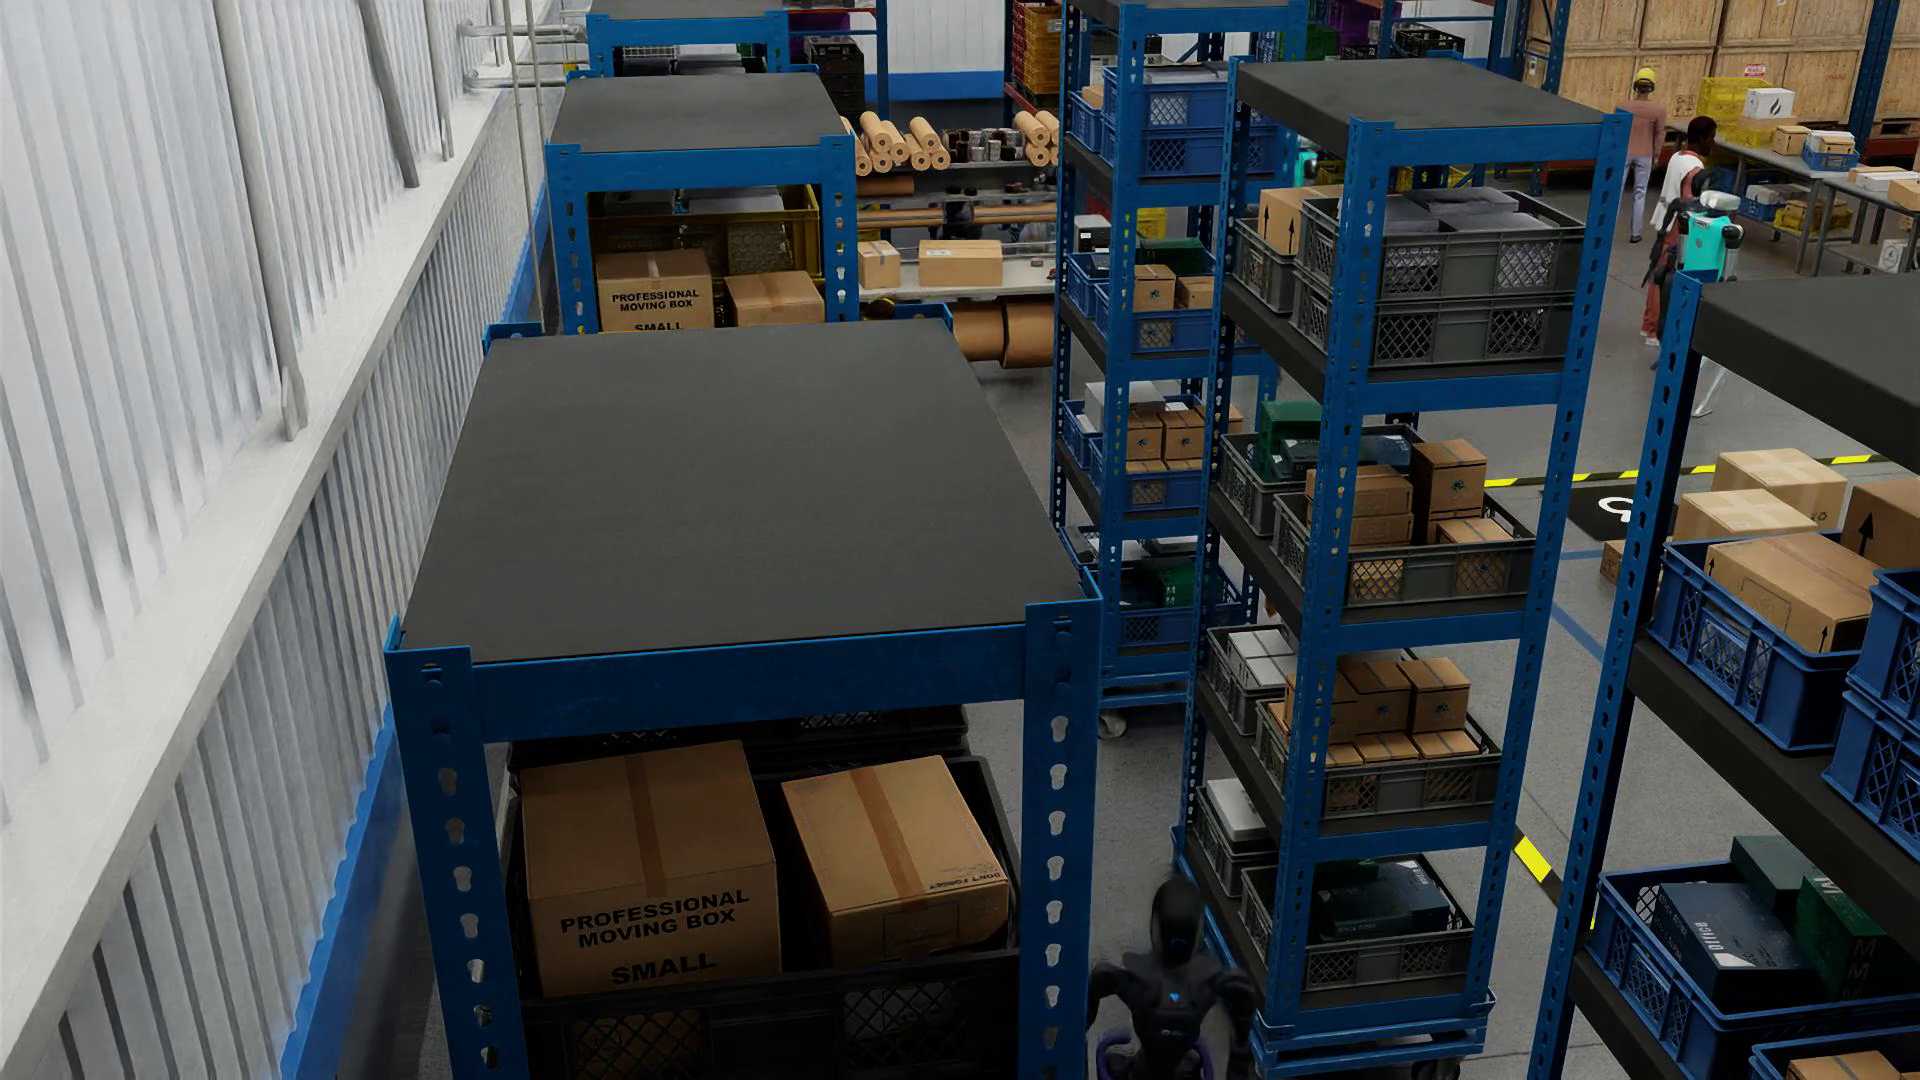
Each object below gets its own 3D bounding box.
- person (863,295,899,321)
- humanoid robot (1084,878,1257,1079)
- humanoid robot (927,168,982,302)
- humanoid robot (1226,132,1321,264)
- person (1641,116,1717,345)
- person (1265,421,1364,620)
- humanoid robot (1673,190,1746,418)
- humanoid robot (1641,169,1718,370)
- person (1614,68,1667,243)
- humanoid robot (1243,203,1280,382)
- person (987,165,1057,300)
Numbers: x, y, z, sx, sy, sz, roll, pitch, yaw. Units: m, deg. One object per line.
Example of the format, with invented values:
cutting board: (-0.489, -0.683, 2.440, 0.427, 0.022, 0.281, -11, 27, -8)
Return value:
person: (-0.373, -0.536, 9.582, 0.525, 1.843, 0.764, 8, 26, 16)
humanoid robot: (0.557, 1.666, 5.007, 0.589, 1.630, 0.597, -1, 25, -2)
humanoid robot: (-0.047, -2.573, 14.226, 0.603, 1.631, 0.617, 20, 31, 36)
humanoid robot: (2.649, -2.633, 14.321, 1.049, 1.761, 0.556, -5, 25, -11)
person: (6.013, -2.587, 13.962, 0.401, 1.911, 0.586, 4, 25, 8)
person: (1.742, 0.211, 7.946, 0.598, 1.850, 0.385, -4, 25, -9)
humanoid robot: (5.558, -1.740, 12.162, 0.735, 1.677, 0.533, -11, 27, -23)
humanoid robot: (5.721, -2.132, 13.242, 0.409, 1.642, 0.591, -17, 30, -32)
person: (6.910, -3.934, 17.065, 0.521, 1.762, 0.318, 9, 26, 19)
humanoid robot: (2.417, -2.078, 13.113, 0.599, 1.657, 0.315, 16, 29, 31)
person: (0.643, -2.803, 14.676, 0.887, 1.687, 0.494, 21, 32, 37)
